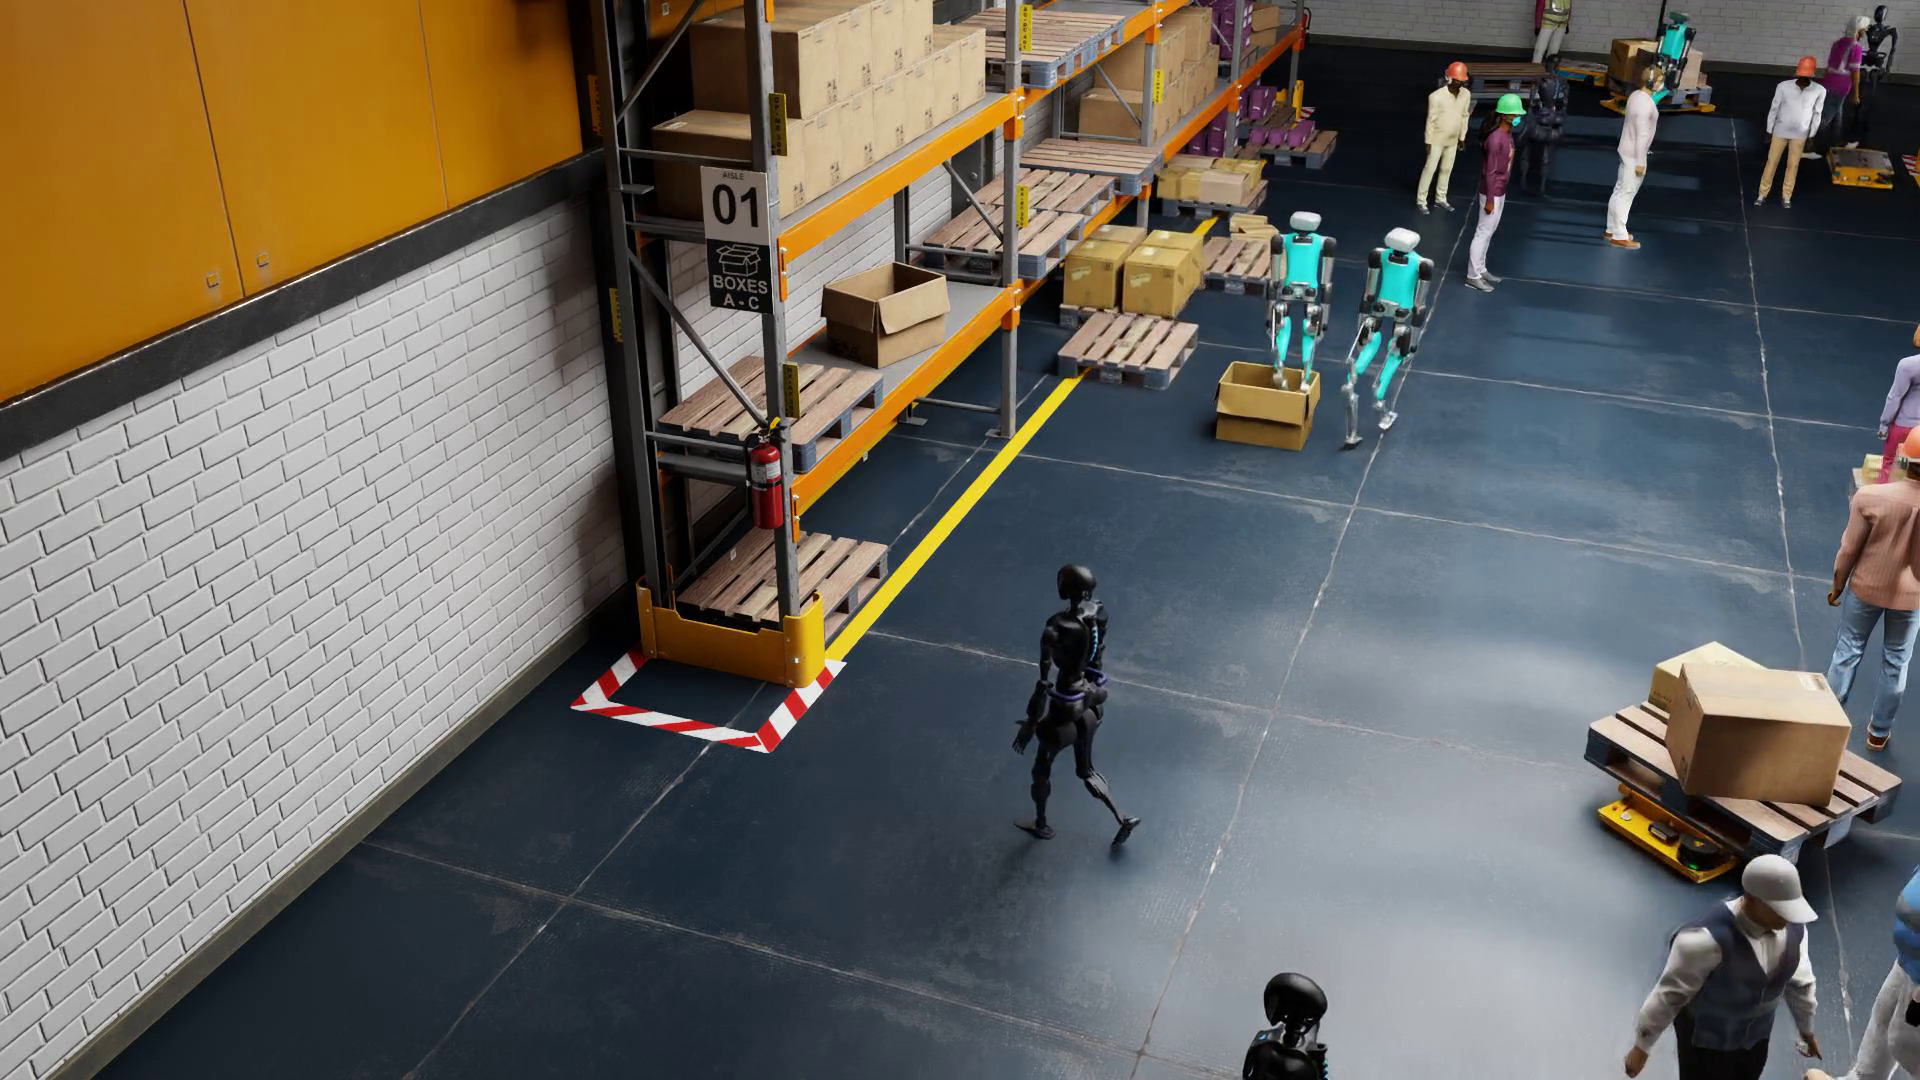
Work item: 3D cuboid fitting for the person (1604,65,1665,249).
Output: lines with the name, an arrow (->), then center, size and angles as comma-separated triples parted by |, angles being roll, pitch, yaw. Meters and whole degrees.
person -> 7.286, -4.133, 17.948 | 0.371, 1.940, 0.627 | 4, 28, 9

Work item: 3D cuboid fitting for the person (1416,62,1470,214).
person -> 5.584, -4.611, 19.094 | 0.577, 1.739, 0.380 | -12, 30, -22

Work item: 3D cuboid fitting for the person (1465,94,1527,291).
person -> 5.354, -3.501, 16.708 | 0.422, 1.949, 0.501 | 15, 31, 26

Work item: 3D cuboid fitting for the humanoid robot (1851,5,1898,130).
humanoid robot -> 12.462, -6.475, 22.779 | 0.593, 1.641, 0.510 | 16, 32, 29

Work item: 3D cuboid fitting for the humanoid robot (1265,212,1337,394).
humanoid robot -> 2.699, -1.665, 13.458 | 0.538, 1.826, 0.853 | 7, 28, 14

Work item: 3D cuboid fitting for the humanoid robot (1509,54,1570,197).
humanoid robot -> 6.956, -4.948, 19.820 | 0.609, 1.638, 0.510 | -8, 28, -16

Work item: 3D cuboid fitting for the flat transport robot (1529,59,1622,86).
flat transport robot -> 9.621, -7.266, 25.844 | 1.431, 0.231, 0.659 | 24, 36, 38

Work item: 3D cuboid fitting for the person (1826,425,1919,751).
person -> 5.212, 0.277, 9.330 | 0.610, 1.997, 0.376 | 10, 29, 19

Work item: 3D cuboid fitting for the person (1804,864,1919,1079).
person -> 4.017, 1.717, 6.760 | 0.673, 1.806, 0.674 | 14, 31, 26

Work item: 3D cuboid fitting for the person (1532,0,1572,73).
person -> 8.951, -7.774, 25.111 | 0.632, 1.845, 0.429 | -10, 29, -18

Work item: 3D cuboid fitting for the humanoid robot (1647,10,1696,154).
humanoid robot -> 9.039, -5.964, 21.721 | 0.882, 1.771, 0.586 | -12, 30, -22

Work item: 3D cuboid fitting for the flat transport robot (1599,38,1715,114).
flat transport robot -> 10.066, -6.315, 23.999 | 1.431, 0.231, 0.659 | -4, 28, -8

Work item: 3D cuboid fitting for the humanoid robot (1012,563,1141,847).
humanoid robot -> 0.600, 0.881, 8.531 | 0.654, 1.637, 0.601 | 21, 34, 35

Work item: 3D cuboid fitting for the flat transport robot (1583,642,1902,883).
flat transport robot -> 4.216, 1.401, 9.032 | 1.431, 0.231, 0.659 | -15, 31, -27

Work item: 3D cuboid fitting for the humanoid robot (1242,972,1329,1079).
humanoid robot -> 1.177, 2.227, 5.949 | 0.733, 1.654, 0.584 | 14, 30, 25

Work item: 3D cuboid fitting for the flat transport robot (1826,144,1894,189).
flat transport robot -> 11.247, -4.665, 20.798 | 0.659, 0.231, 1.431 | 10, 29, 19

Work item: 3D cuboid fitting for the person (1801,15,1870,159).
person -> 11.329, -5.791, 21.316 | 0.894, 1.802, 0.554 | -2, 27, -4

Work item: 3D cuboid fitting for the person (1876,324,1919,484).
person -> 6.798, -0.822, 11.863 | 0.498, 1.629, 0.288 | -2, 27, -4

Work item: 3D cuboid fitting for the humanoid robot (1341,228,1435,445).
humanoid robot -> 3.318, -1.547, 13.154 | 0.546, 1.751, 0.972 | 19, 33, 32

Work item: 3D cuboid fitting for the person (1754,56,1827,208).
person -> 9.670, -4.748, 19.349 | 0.560, 1.742, 0.335 | 12, 30, 21

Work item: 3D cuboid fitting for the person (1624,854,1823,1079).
person -> 2.925, 1.922, 6.404 | 0.788, 1.745, 0.470 | -9, 29, -17
